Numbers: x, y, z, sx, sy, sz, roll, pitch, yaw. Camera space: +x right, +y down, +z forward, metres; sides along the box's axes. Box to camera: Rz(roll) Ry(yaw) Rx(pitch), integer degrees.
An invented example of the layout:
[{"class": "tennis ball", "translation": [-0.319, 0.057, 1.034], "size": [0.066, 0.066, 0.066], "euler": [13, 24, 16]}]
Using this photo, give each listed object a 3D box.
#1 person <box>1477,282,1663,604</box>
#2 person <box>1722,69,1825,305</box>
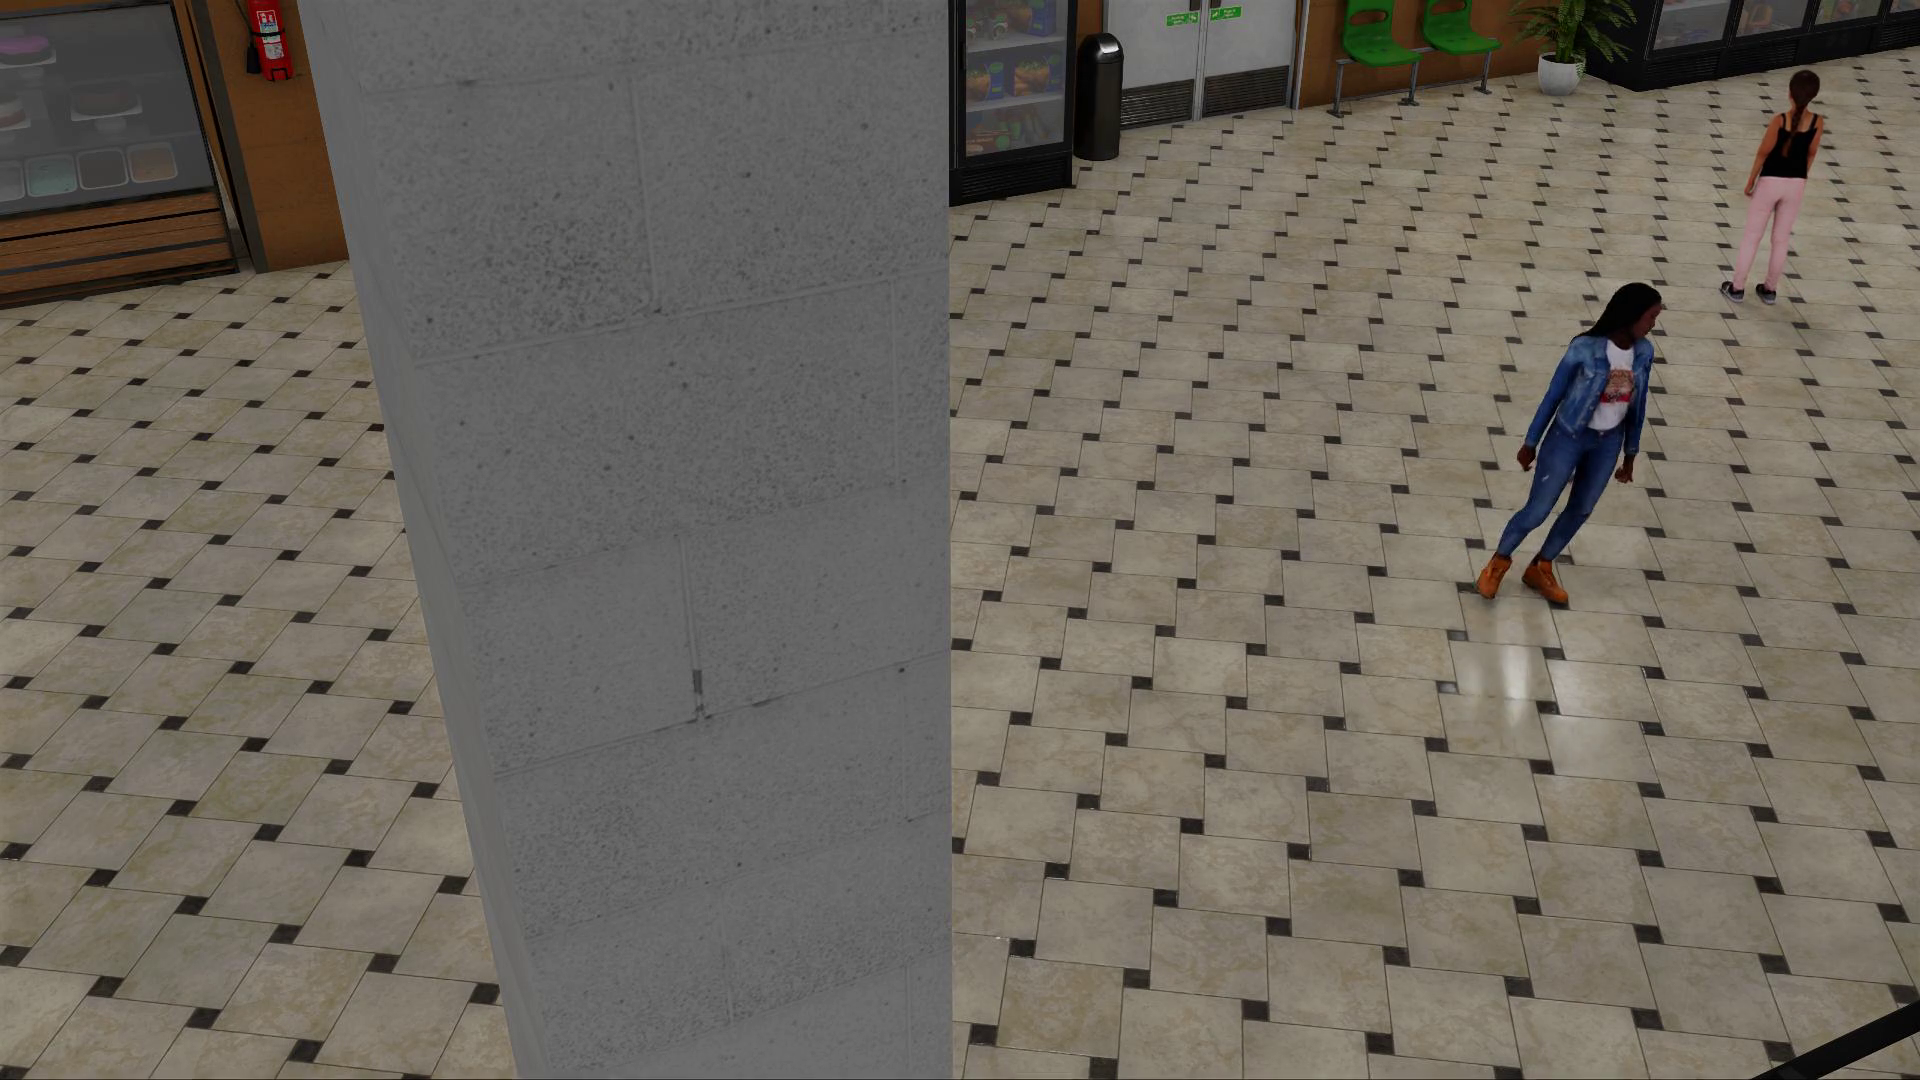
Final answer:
[{"class": "person", "translation": [2.863, -0.439, 7.827], "size": [0.823, 1.682, 0.733], "euler": [2, 32, 3]}, {"class": "person", "translation": [5.408, -2.313, 10.950], "size": [0.613, 1.565, 0.653], "euler": [4, 32, 6]}]
